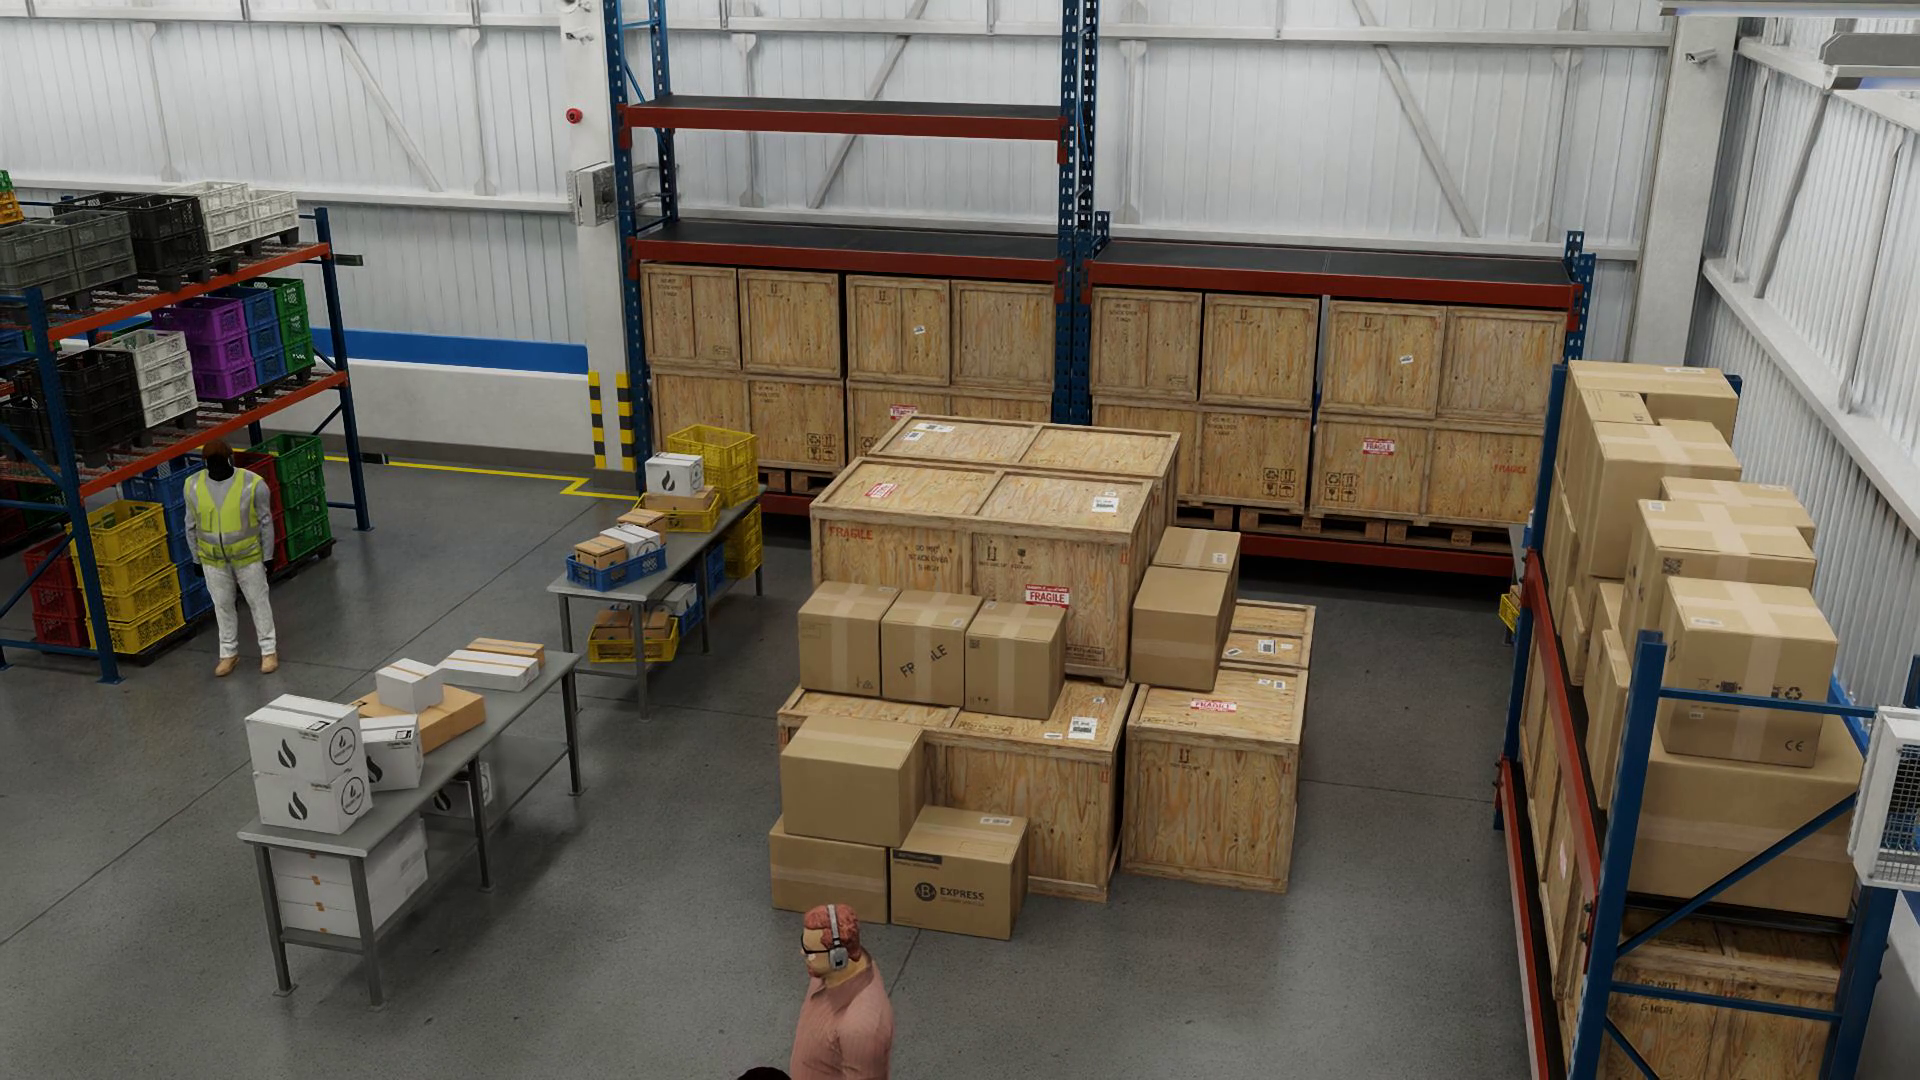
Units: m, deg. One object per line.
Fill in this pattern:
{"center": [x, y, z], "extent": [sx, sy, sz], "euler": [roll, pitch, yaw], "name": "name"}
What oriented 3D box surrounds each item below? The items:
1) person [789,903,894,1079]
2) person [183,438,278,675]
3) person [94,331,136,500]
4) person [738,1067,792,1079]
{"center": [-0.479, 2.306, 6.718], "extent": [0.404, 1.900, 0.637], "euler": [-5, 21, -13], "name": "person"}
{"center": [-5.462, 0.125, 12.493], "extent": [0.626, 1.846, 0.429], "euler": [-3, 21, -8], "name": "person"}
{"center": [-7.763, -1.010, 15.409], "extent": [0.361, 1.883, 0.574], "euler": [-9, 23, -23], "name": "person"}
{"center": [-0.684, 2.652, 5.782], "extent": [0.391, 1.917, 0.591], "euler": [-17, 27, -37], "name": "person"}
